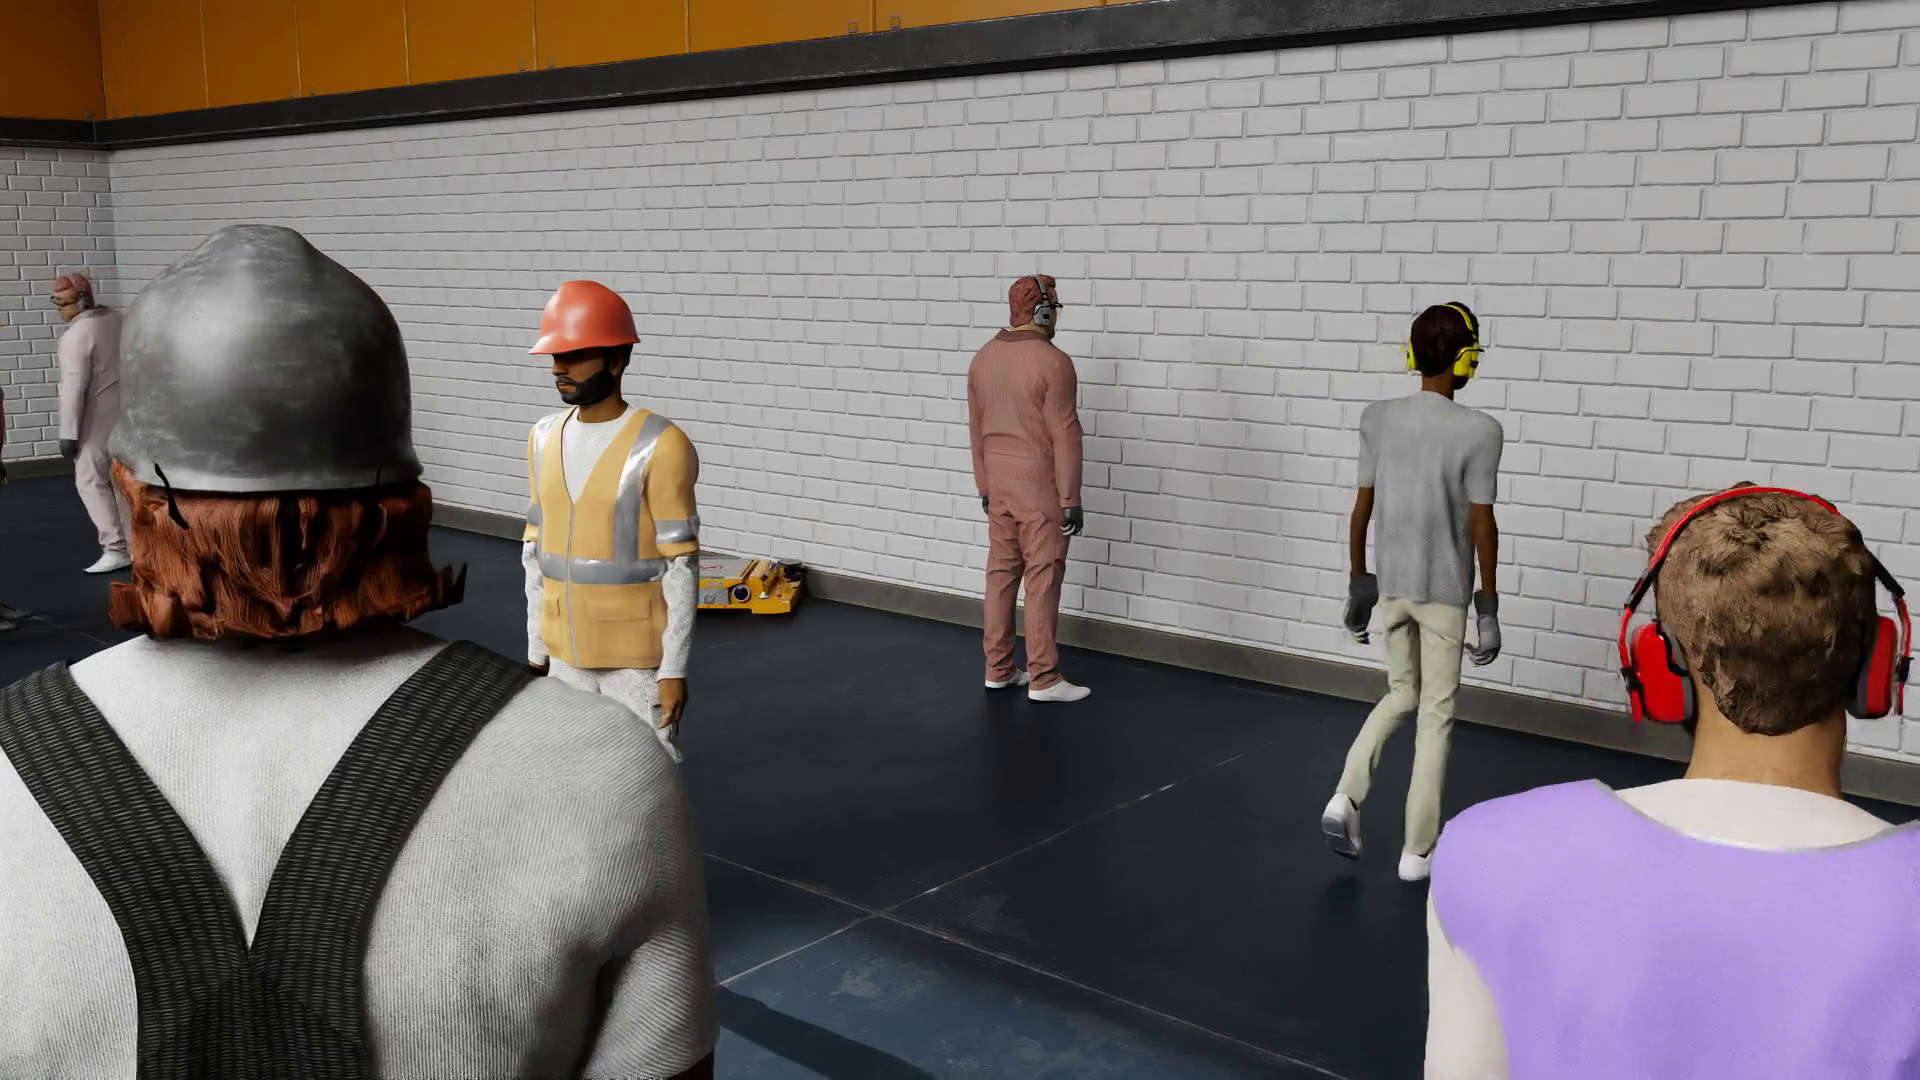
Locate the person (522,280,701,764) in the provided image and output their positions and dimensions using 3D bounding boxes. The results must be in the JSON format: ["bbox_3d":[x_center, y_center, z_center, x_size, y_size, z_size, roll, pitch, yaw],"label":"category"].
[{"bbox_3d":[-0.957,0.284,4.460,0.549,1.937,0.358,5,11,26],"label":"person"}]

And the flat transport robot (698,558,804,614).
[{"bbox_3d":[-1.633,0.249,9.401,1.431,0.197,0.652,0,10,1],"label":"flat transport robot"}]

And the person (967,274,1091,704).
[{"bbox_3d":[0.328,-0.226,7.447,0.409,1.907,0.651,-8,13,-39],"label":"person"}]

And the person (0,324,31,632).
[{"bbox_3d":[-5.198,-0.401,8.845,0.316,1.769,0.524,-3,10,-16],"label":"person"}]

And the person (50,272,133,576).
[{"bbox_3d":[-5.418,-0.739,10.491,0.395,1.875,0.728,1,10,4],"label":"person"}]

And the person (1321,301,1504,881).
[{"bbox_3d":[1.443,0.186,5.248,0.464,1.859,0.514,-8,13,-39],"label":"person"}]

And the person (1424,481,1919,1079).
[{"bbox_3d":[0.777,0.841,1.660,0.579,1.799,0.903,6,12,33],"label":"person"}]
